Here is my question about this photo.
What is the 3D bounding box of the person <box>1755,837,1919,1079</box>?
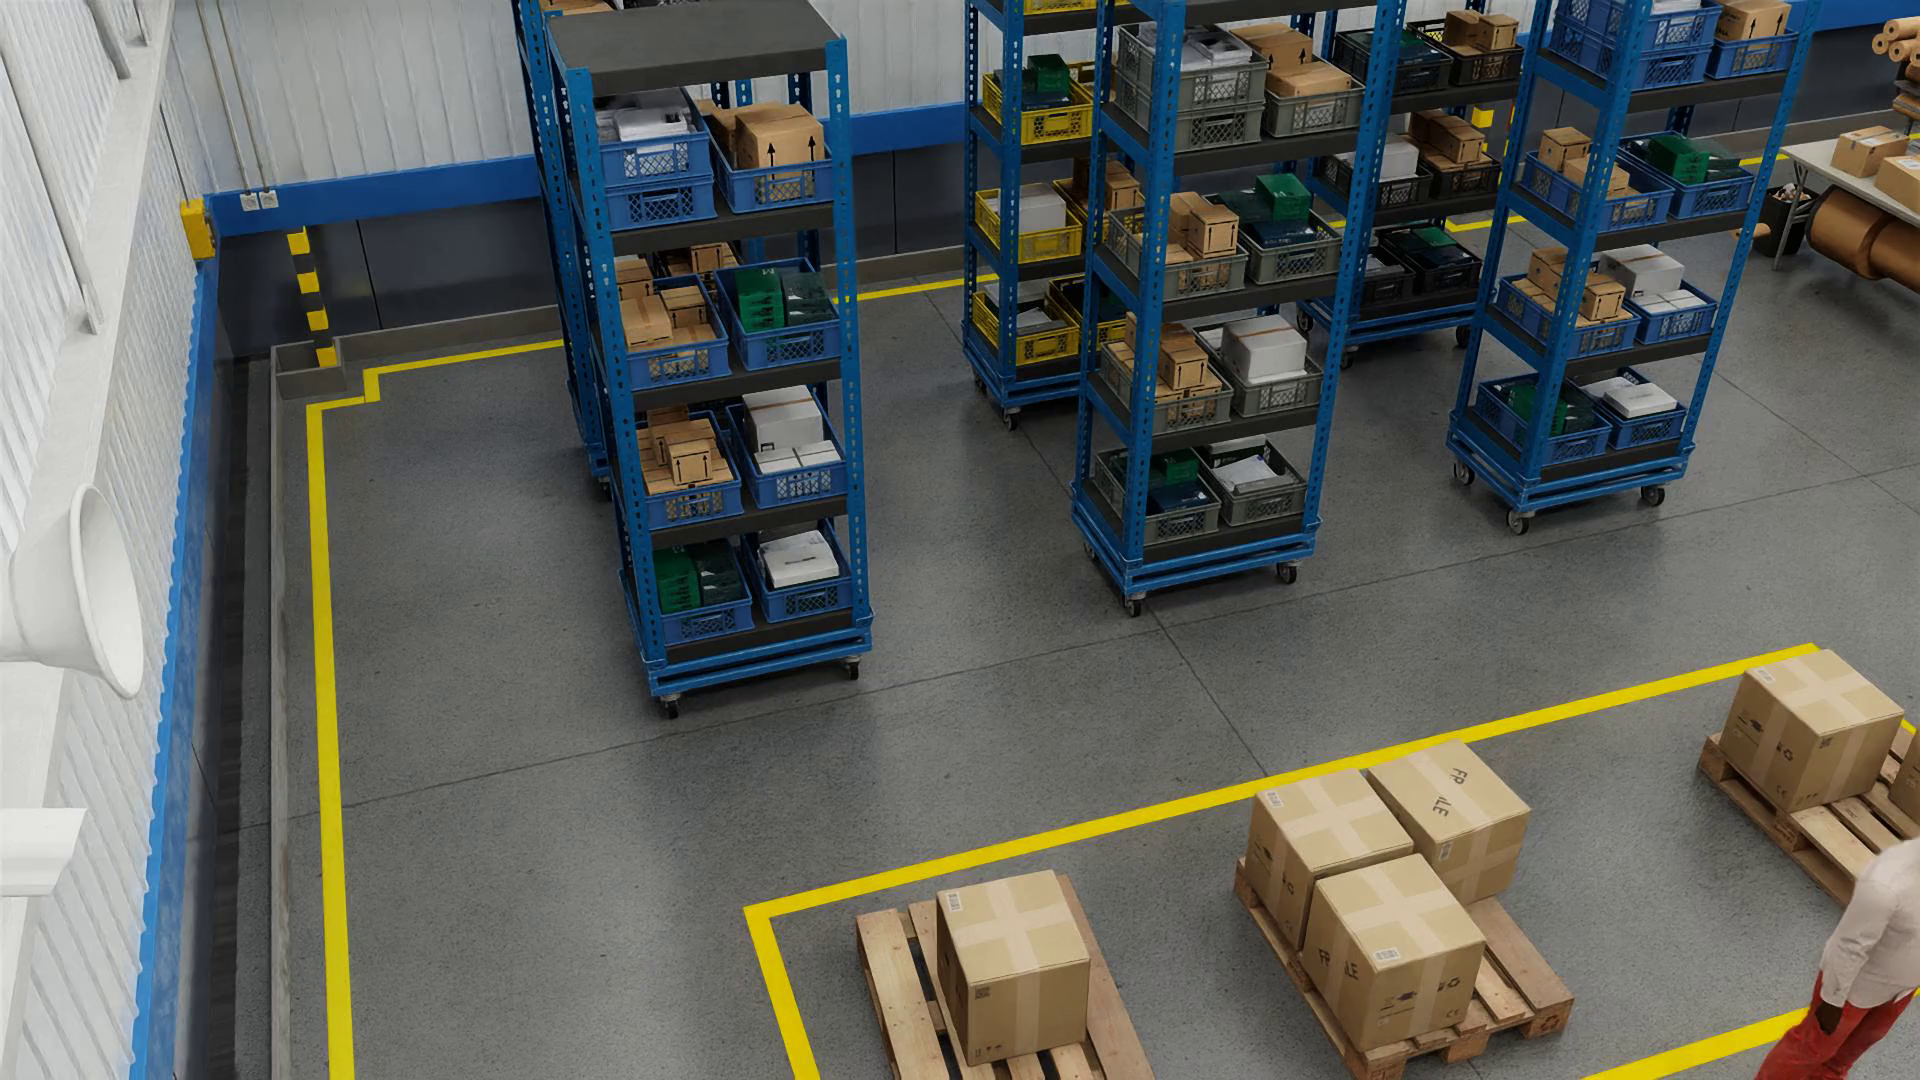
[{"bbox_3d":[3.487,1.644,6.248,0.628,1.981,0.427,-13,37,-17],"label":"person"}]

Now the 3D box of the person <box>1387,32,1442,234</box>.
[{"bbox_3d":[3.640,-3.168,13.248,0.310,1.768,0.522,1,35,1],"label":"person"}]
